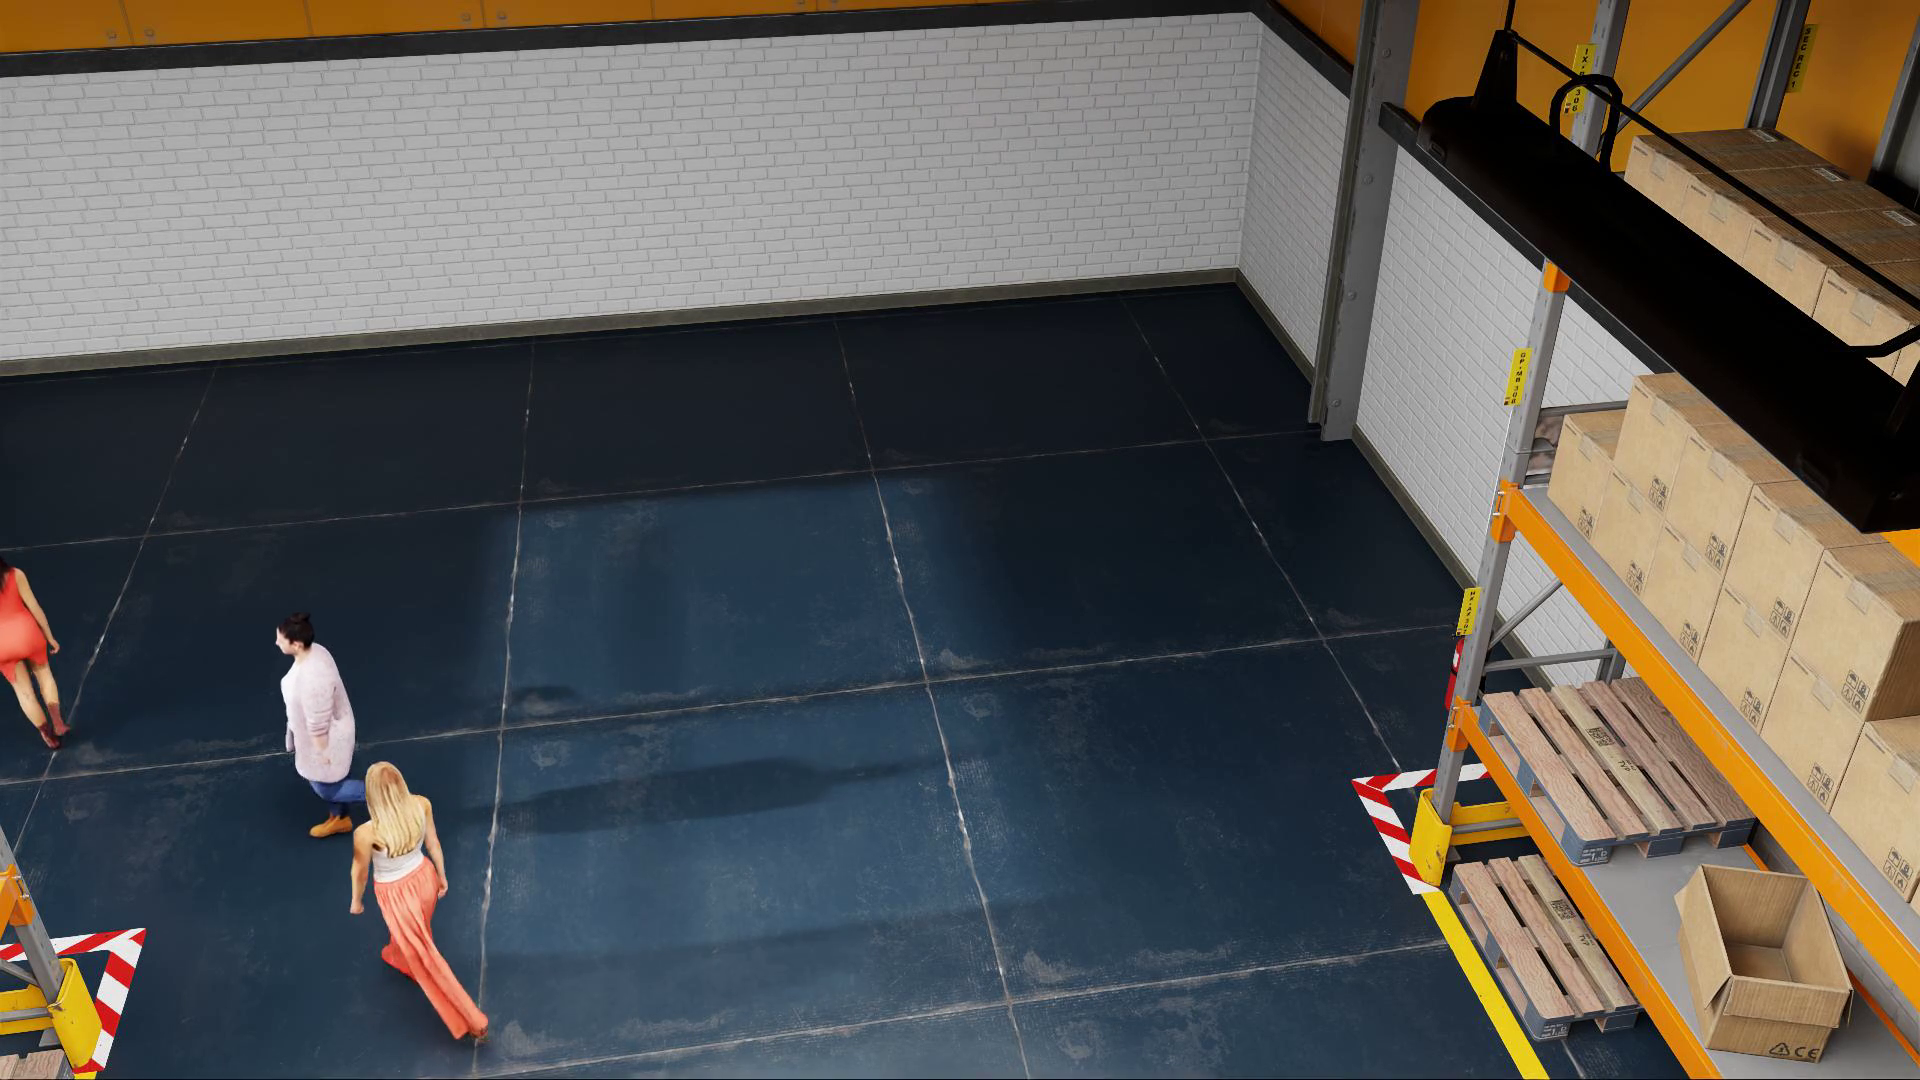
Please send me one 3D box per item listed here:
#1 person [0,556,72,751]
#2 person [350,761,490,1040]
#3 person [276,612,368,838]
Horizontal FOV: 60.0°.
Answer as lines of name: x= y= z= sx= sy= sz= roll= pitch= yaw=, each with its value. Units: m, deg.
person: x=-6.182 y=0.721 z=10.924 sx=0.717 sy=1.712 sz=0.733 roll=-23 pitch=40 yaw=-31
person: x=-2.922 y=1.991 z=8.975 sx=1.281 sy=1.755 sz=1.184 roll=24 pitch=41 yaw=32
person: x=-3.838 y=1.165 z=10.241 sx=0.836 sy=1.728 sz=0.874 roll=-12 pitch=35 yaw=-17
